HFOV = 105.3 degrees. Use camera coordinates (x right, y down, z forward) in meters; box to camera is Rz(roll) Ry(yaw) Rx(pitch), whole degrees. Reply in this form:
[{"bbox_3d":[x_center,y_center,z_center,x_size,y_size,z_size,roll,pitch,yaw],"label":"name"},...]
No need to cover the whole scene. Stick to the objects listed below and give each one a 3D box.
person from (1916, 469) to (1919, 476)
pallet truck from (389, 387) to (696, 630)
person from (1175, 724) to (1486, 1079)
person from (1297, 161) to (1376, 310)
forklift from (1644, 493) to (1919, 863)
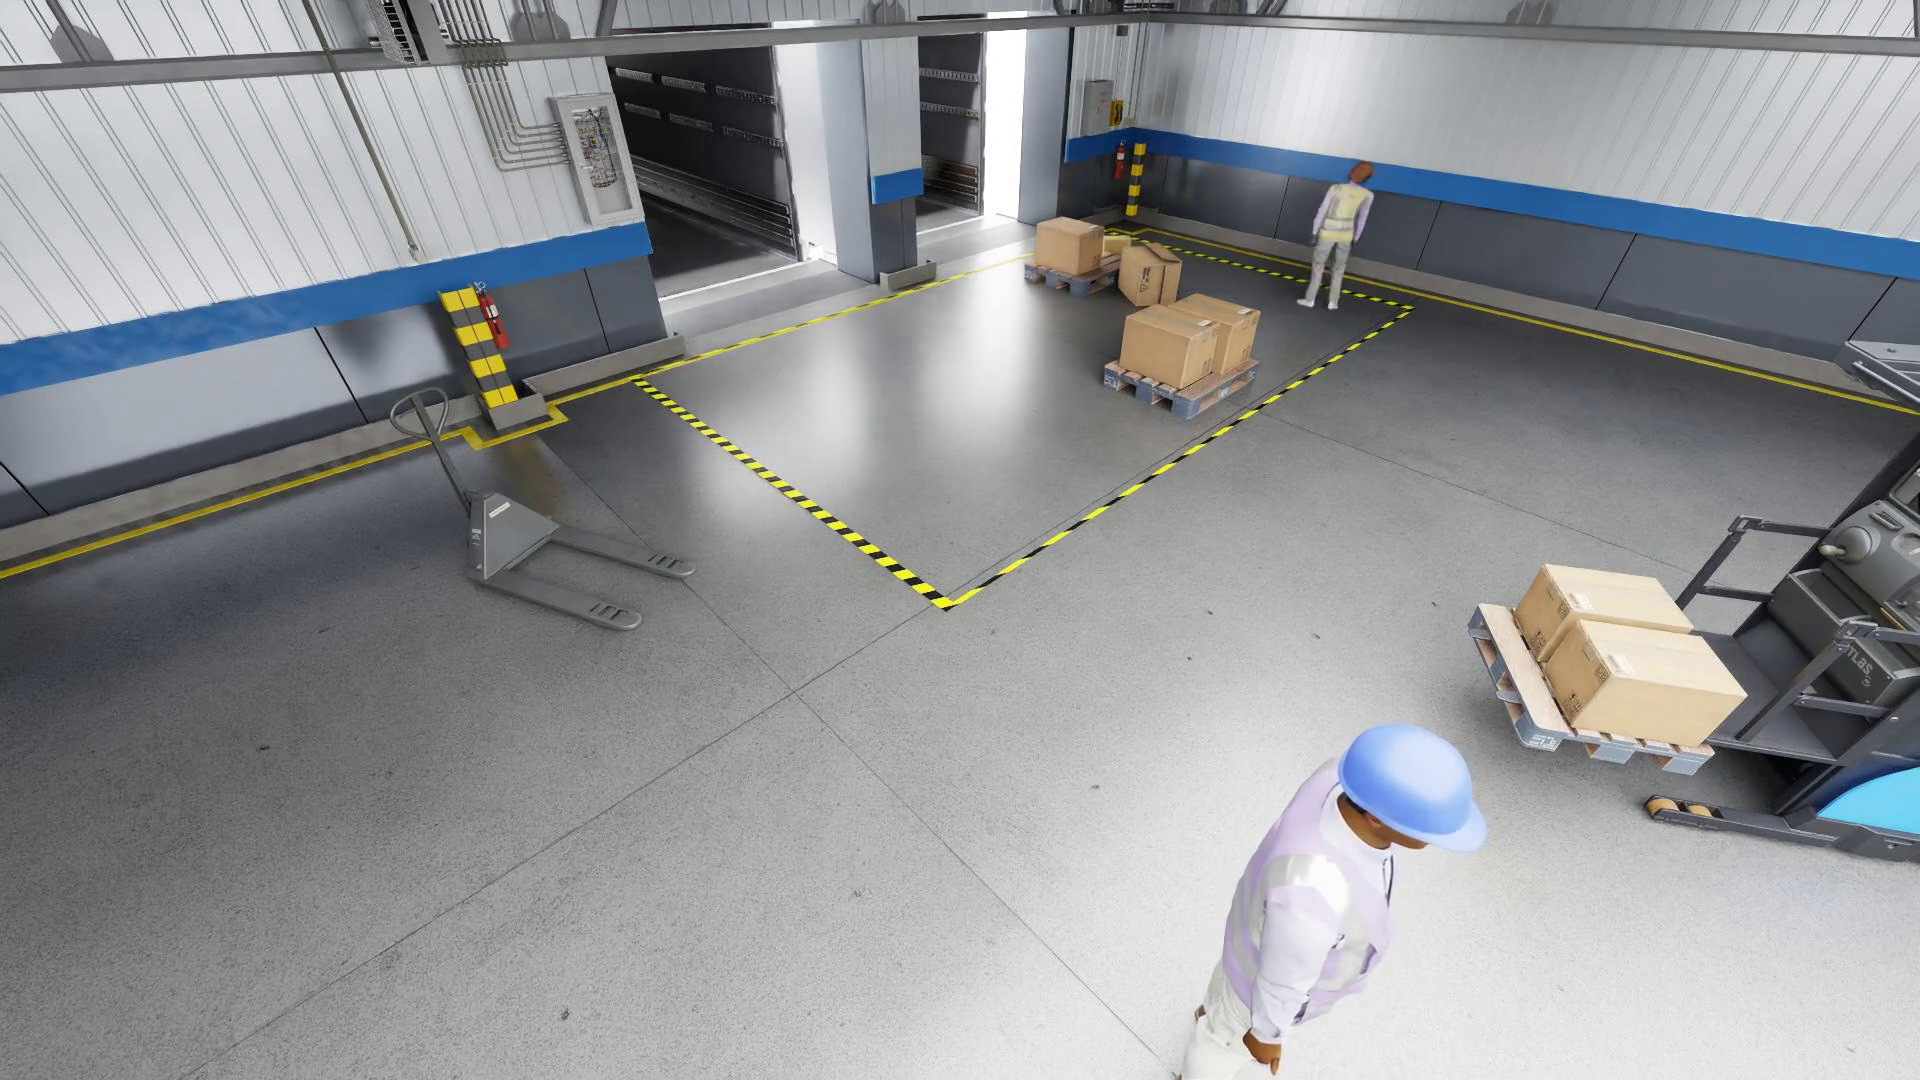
[{"bbox_3d":[7.933,-1.146,5.343,0.487,1.743,0.317,3,38,4],"label":"person"},{"bbox_3d":[-2.613,-0.247,4.593,1.601,1.201,0.680,14,40,17],"label":"pallet truck"},{"bbox_3d":[0.966,1.195,2.146,0.386,1.949,0.603,23,43,27],"label":"person"},{"bbox_3d":[4.329,-3.466,8.448,0.553,1.620,0.354,6,38,8],"label":"person"},{"bbox_3d":[4.217,0.450,3.037,0.776,2.013,0.716,8,38,11],"label":"forklift"}]
